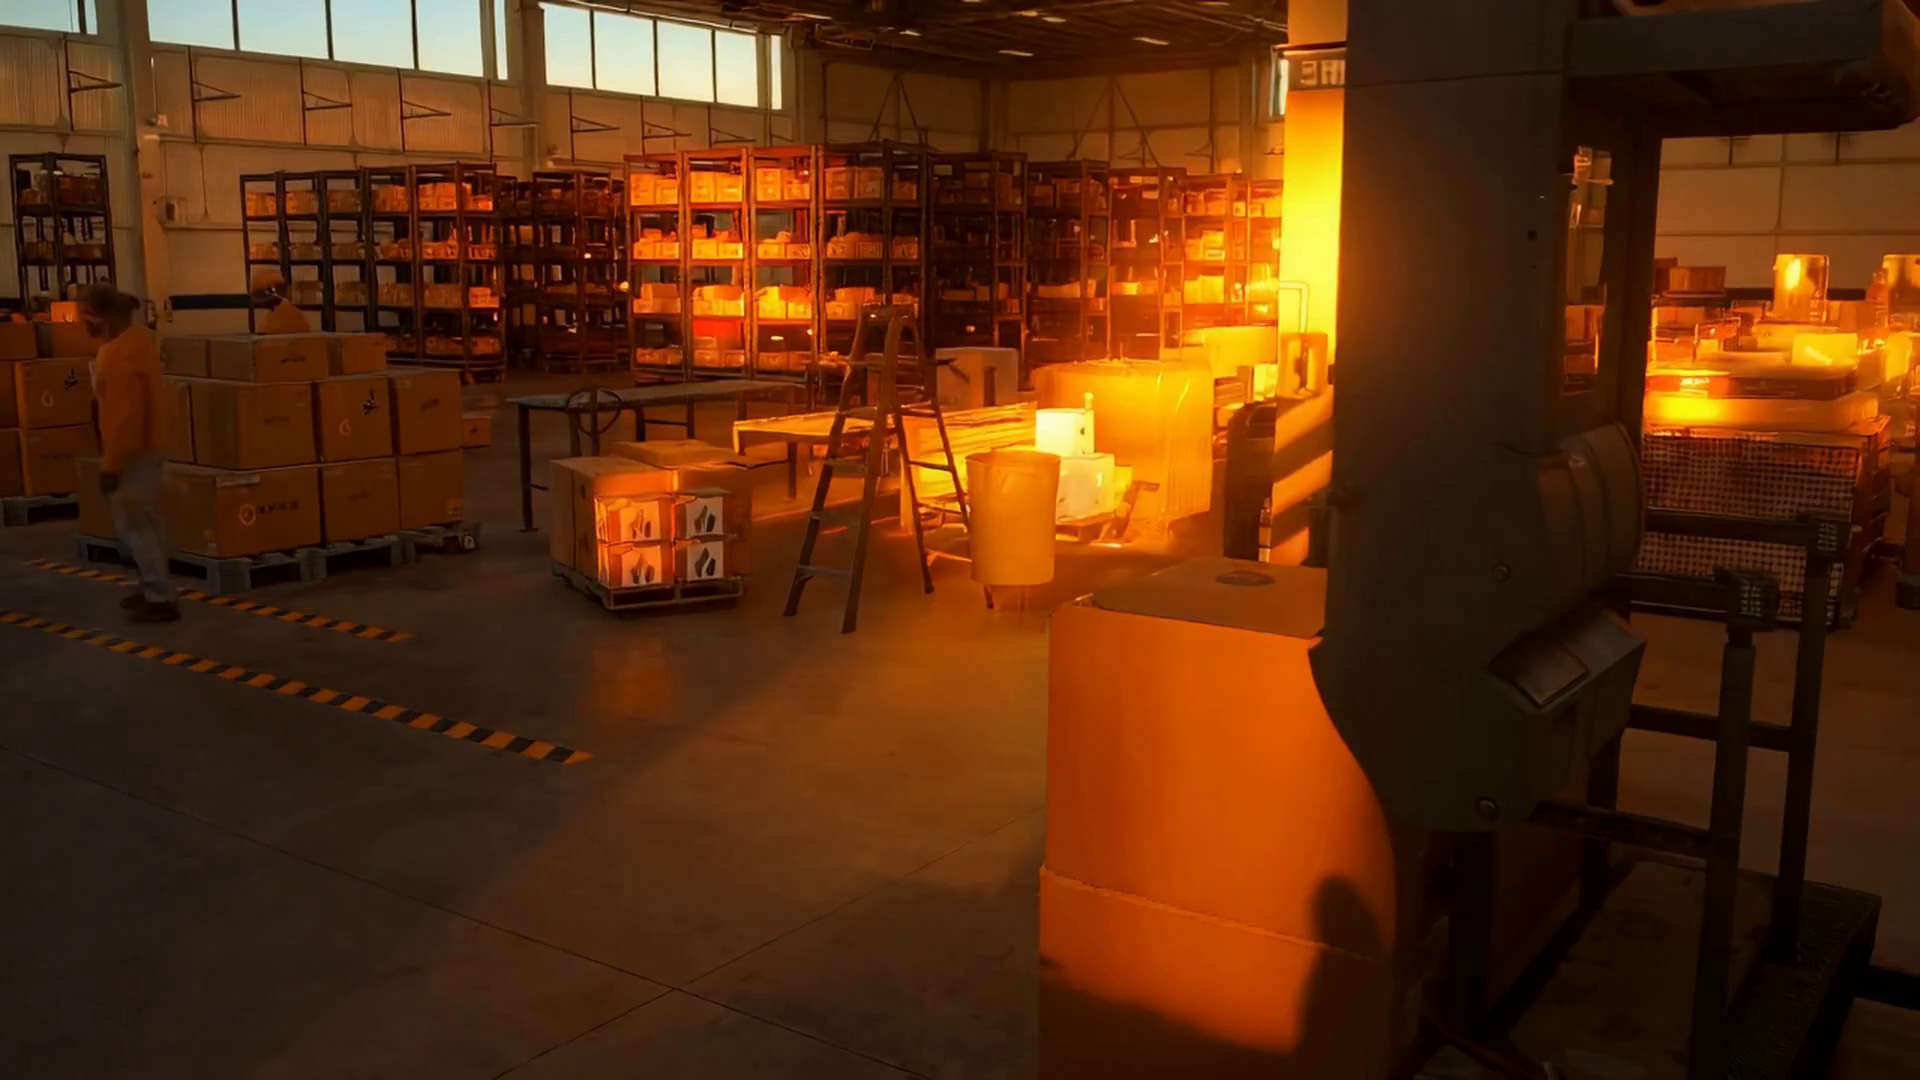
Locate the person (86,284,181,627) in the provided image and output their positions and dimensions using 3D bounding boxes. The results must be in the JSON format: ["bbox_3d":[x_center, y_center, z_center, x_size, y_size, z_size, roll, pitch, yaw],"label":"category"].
[{"bbox_3d":[-4.619,-0.471,9.302,0.362,1.898,0.718,-4,10,-22],"label":"person"}]

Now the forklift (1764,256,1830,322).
[{"bbox_3d":[20.253,-5.854,40.139,1.157,1.987,2.680,7,12,35],"label":"forklift"}]

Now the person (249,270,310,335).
[{"bbox_3d":[-5.697,-1.355,14.413,0.682,1.944,0.702,9,13,42],"label":"person"}]

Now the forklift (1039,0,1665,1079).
[{"bbox_3d":[1.249,-0.137,4.360,1.873,2.768,1.129,7,12,35],"label":"forklift"}]

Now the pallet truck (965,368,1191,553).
[{"bbox_3d":[0.845,-0.609,11.869,1.630,1.274,0.653,7,12,35],"label":"pallet truck"}]

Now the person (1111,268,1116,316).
[{"bbox_3d":[3.684,-5.690,40.491,0.565,1.849,0.389,-9,13,-43],"label":"person"}]

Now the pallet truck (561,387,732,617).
[{"bbox_3d":[-1.981,-0.274,10.088,0.680,1.201,1.601,-5,11,-28],"label":"pallet truck"}]

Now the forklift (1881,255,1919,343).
[{"bbox_3d":[22.089,-5.634,38.796,1.157,1.987,2.680,6,11,33],"label":"forklift"}]

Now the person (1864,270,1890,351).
[{"bbox_3d":[19.433,-4.797,35.226,0.404,1.832,0.600,-3,10,-18],"label":"person"}]
